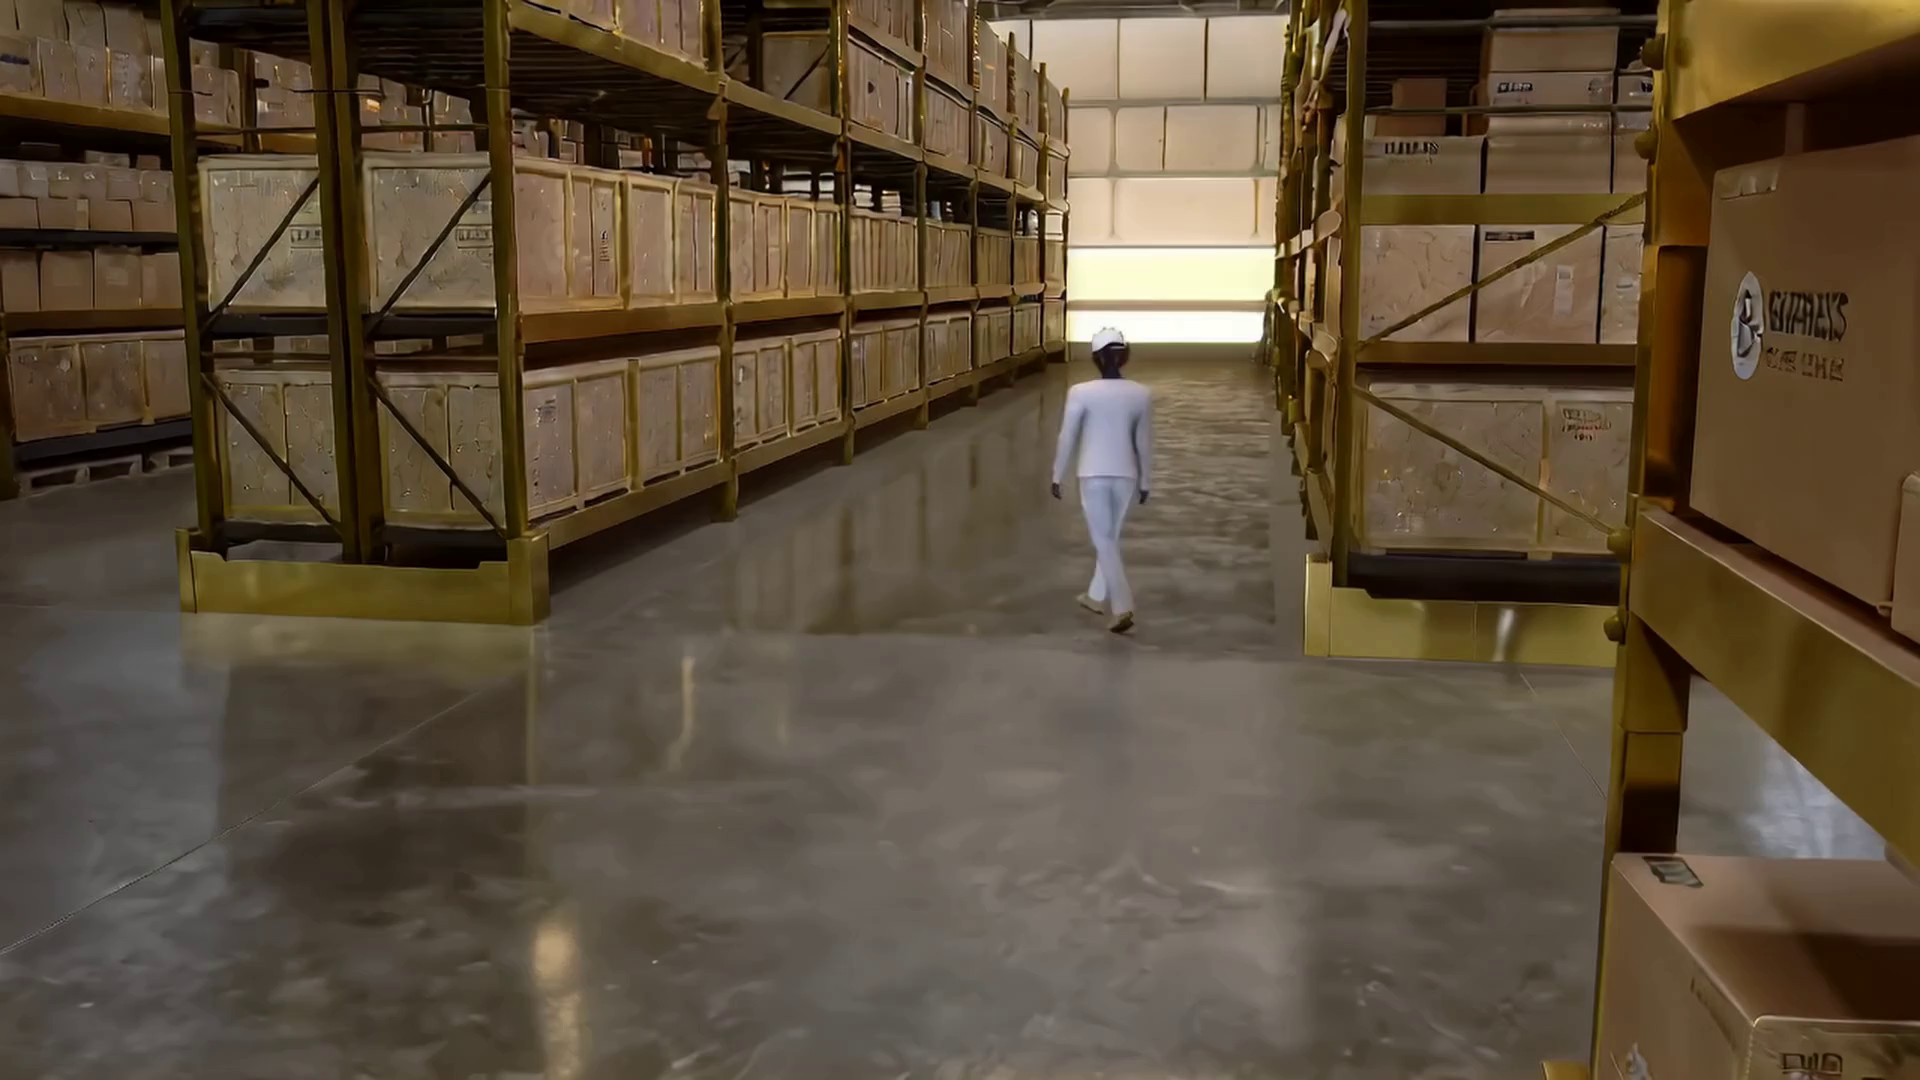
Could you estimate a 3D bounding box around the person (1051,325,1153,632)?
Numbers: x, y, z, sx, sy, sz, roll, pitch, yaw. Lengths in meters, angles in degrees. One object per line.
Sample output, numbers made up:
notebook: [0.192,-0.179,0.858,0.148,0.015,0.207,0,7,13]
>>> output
person: [0.835,-0.359,9.514,0.537,1.722,0.906,-3,10,-19]

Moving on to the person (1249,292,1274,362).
person: [6.903,-4.749,37.142,0.903,1.588,0.532,2,9,11]
